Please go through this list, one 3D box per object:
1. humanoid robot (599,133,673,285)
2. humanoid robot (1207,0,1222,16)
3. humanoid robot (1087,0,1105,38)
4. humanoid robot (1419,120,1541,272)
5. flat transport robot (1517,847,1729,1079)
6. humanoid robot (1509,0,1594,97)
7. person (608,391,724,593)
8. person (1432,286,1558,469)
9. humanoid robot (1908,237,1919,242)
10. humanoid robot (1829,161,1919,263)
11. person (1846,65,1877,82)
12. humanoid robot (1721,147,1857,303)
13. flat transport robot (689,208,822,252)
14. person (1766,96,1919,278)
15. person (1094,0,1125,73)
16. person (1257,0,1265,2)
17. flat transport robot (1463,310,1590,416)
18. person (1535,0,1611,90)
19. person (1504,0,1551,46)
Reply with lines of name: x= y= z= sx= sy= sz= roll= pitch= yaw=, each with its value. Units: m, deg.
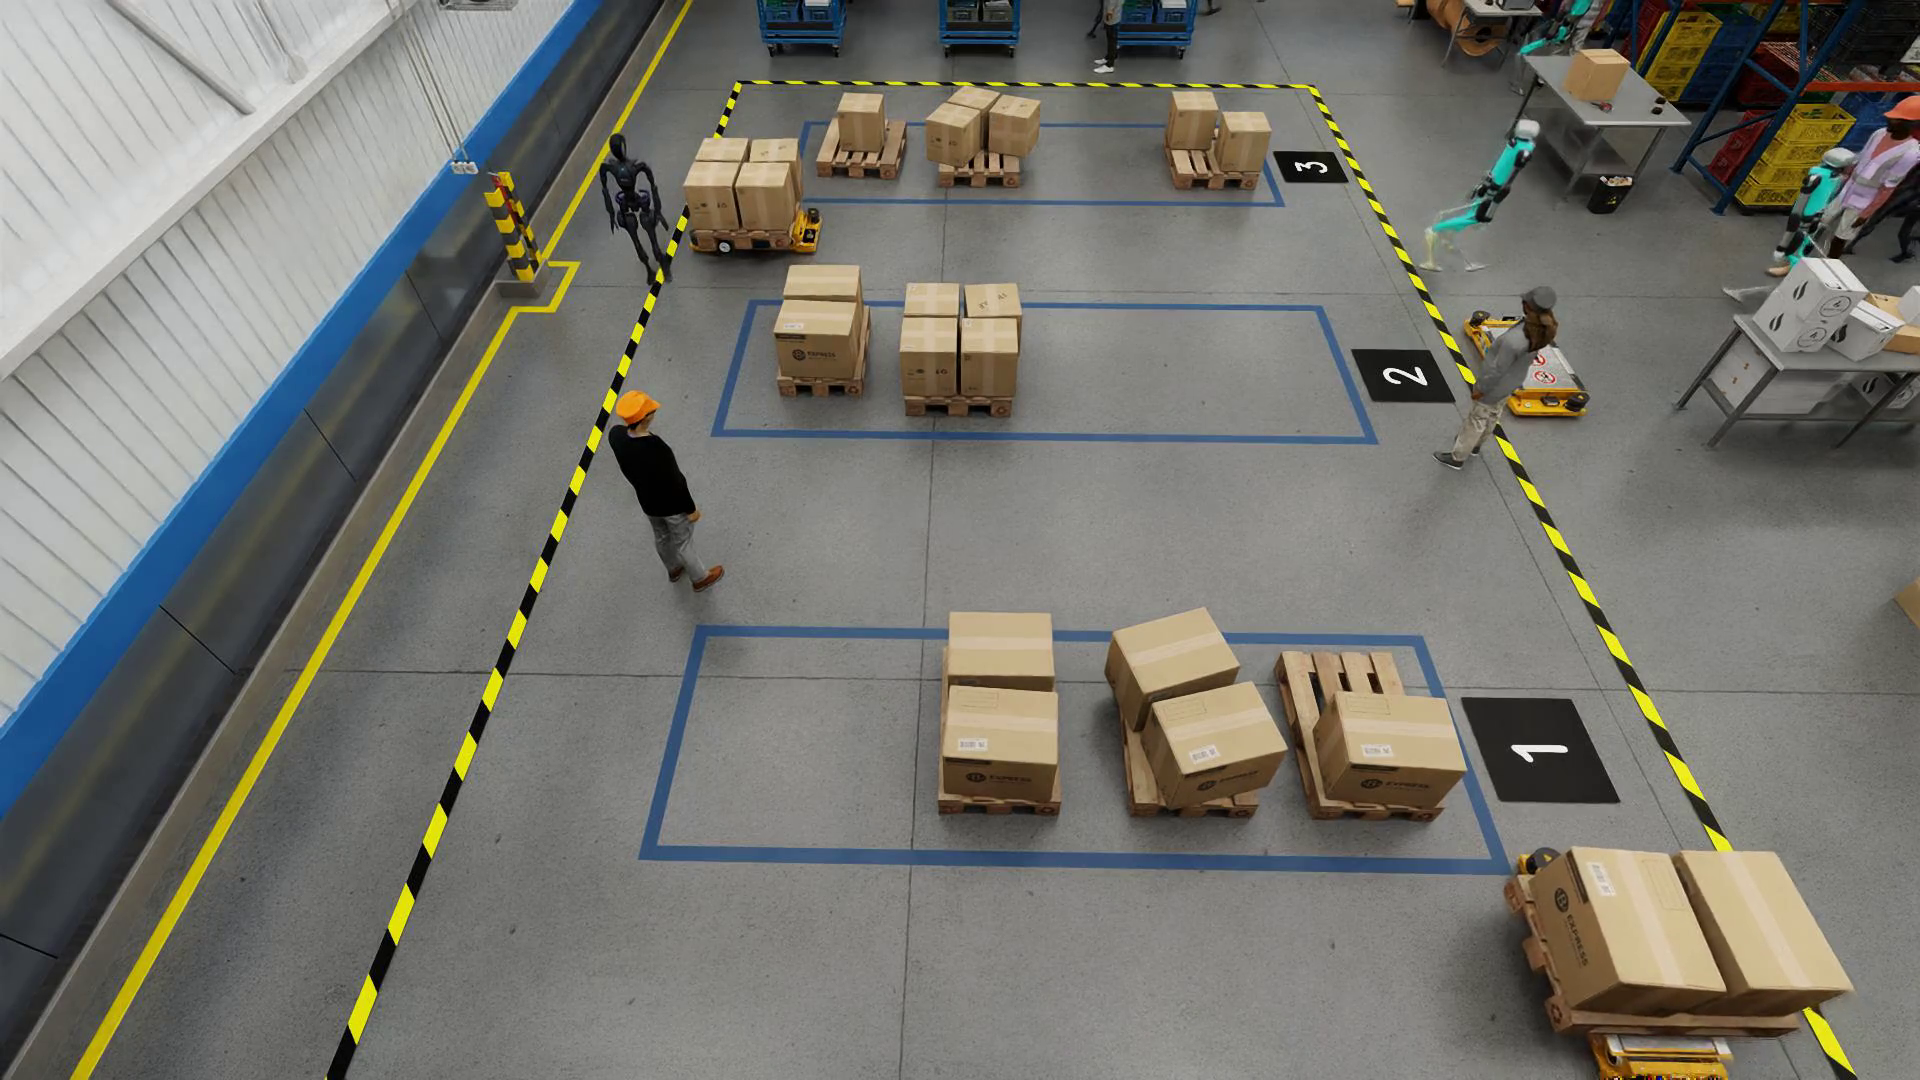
humanoid robot: x=-3.375 y=-3.415 z=9.556 sx=0.601 sy=1.645 sz=0.363 roll=-6 pitch=49 yaw=-5
humanoid robot: x=3.936 y=-9.306 z=14.685 sx=0.766 sy=1.625 sz=0.610 roll=-7 pitch=50 yaw=-6
humanoid robot: x=2.247 y=-8.700 z=14.163 sx=0.600 sy=1.637 sz=0.765 roll=37 pitch=58 yaw=28
humanoid robot: x=5.349 y=-3.520 z=9.605 sx=0.981 sy=1.728 sz=0.536 roll=9 pitch=50 yaw=8
flat transport robot: x=3.875 y=2.521 z=5.332 sx=0.652 sy=0.197 sz=1.431 roll=1 pitch=49 yaw=1
humanoid robot: x=8.183 y=-7.129 z=12.731 sx=0.566 sy=1.755 sz=0.858 roll=-23 pitch=53 yaw=-18
person: x=-2.174 y=-0.321 z=6.747 sx=0.585 sy=1.879 sz=0.381 roll=24 pitch=53 yaw=19
person: x=4.531 y=-1.338 z=7.699 sx=0.572 sy=1.766 sz=0.398 roll=-30 pitch=55 yaw=-23
humanoid robot: x=11.468 y=-3.926 z=10.045 sx=0.808 sy=1.637 sz=0.602 roll=0 pitch=49 yaw=0
humanoid robot: x=10.407 y=-3.757 z=9.898 sx=0.778 sy=1.646 sz=0.610 roll=1 pitch=49 yaw=1
person: x=13.067 y=-7.289 z=12.821 sx=0.648 sy=1.801 sz=0.681 roll=-17 pitch=51 yaw=-14
humanoid robot: x=8.501 y=-2.877 z=9.073 sx=0.561 sy=1.730 sz=0.994 roll=-25 pitch=54 yaw=-20
flat transport robot: x=-2.367 y=-3.613 z=10.642 sx=1.431 sy=0.197 sz=0.652 roll=1 pitch=49 yaw=1
person: x=9.146 y=-3.499 z=9.407 sx=0.452 sy=2.028 sz=0.607 roll=4 pitch=49 yaw=3
person: x=2.176 y=-7.730 z=13.177 sx=0.376 sy=1.852 sz=0.596 roll=8 pitch=50 yaw=6
person: x=5.062 y=-9.932 z=15.030 sx=0.627 sy=1.934 sz=0.371 roll=21 pitch=52 yaw=17
flat transport robot: x=5.573 y=-1.757 z=9.054 sx=0.659 sy=0.231 sz=1.431 roll=1 pitch=49 yaw=1
person: x=8.595 y=-7.240 z=12.764 sx=0.590 sy=1.834 sz=0.404 roll=14 pitch=51 yaw=12
person: x=8.732 y=-8.421 z=13.716 sx=0.624 sy=1.947 sz=0.558 roll=0 pitch=49 yaw=0
